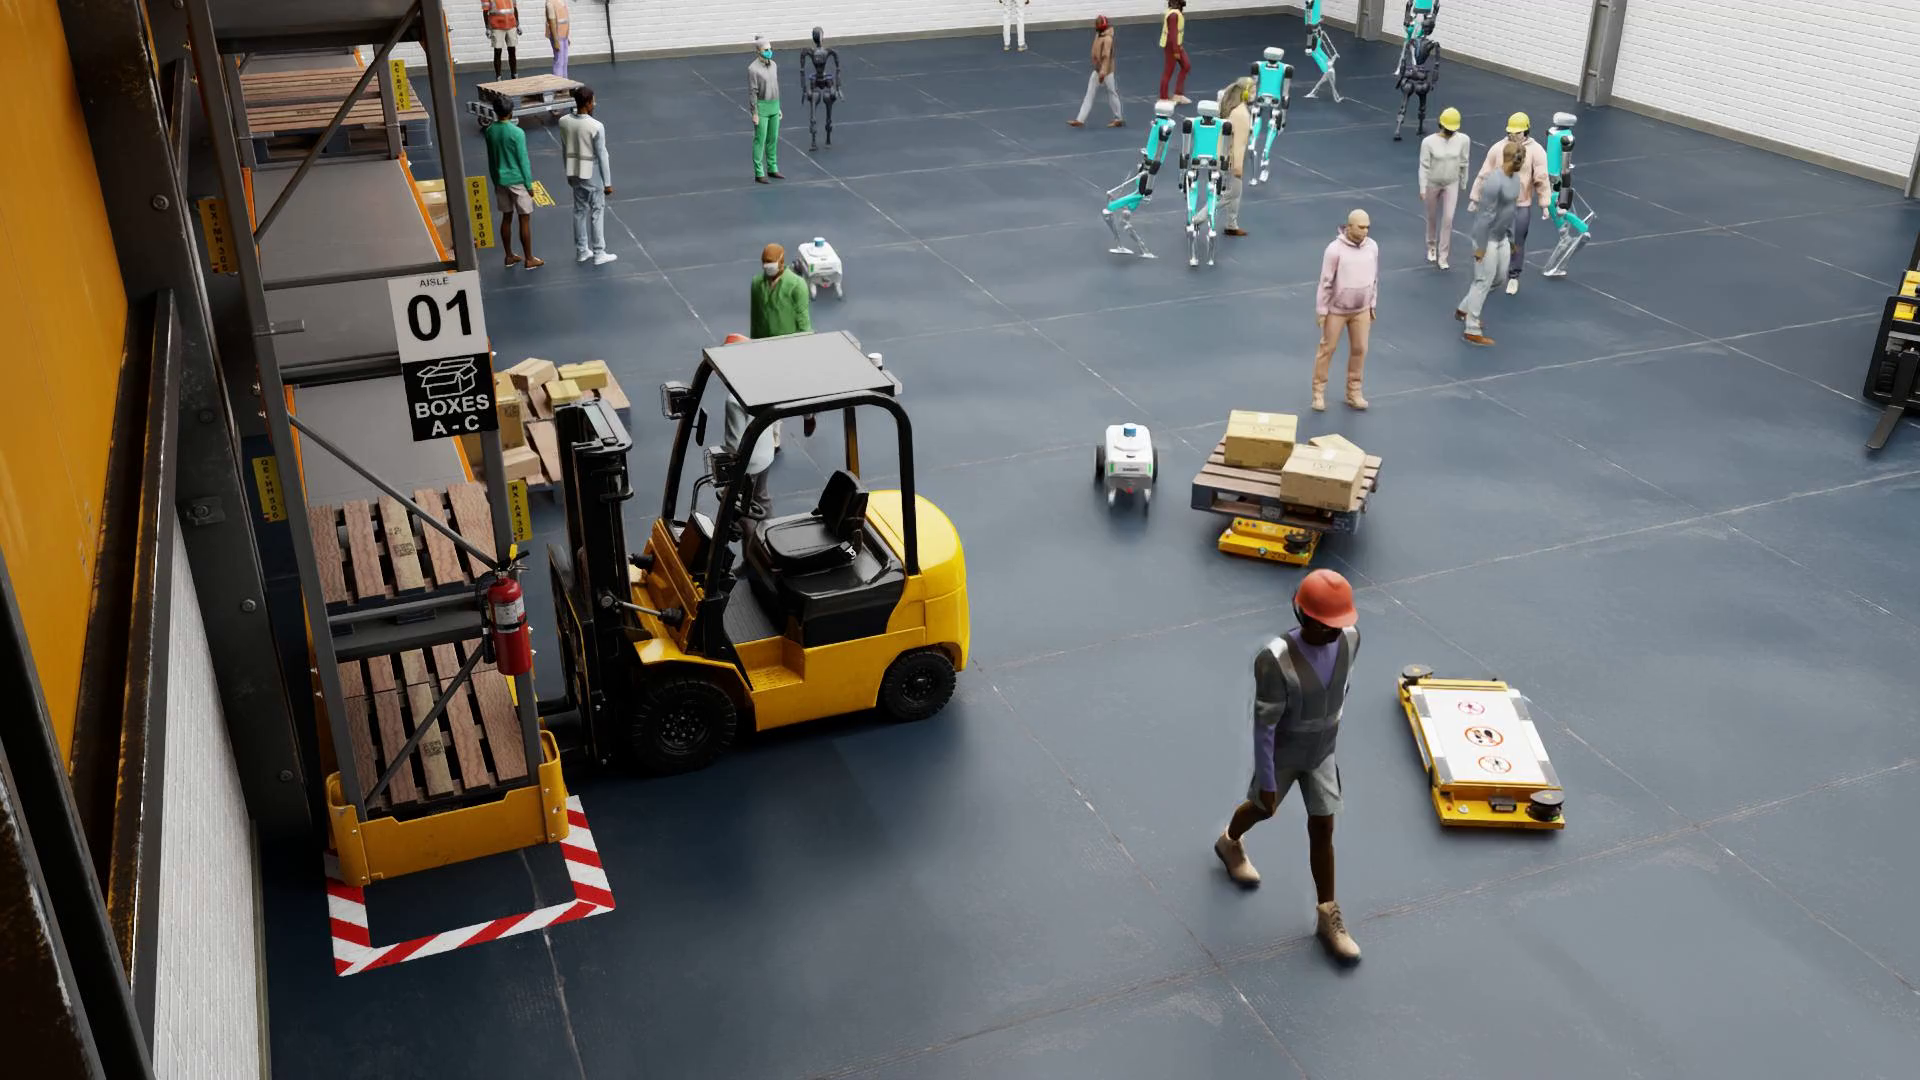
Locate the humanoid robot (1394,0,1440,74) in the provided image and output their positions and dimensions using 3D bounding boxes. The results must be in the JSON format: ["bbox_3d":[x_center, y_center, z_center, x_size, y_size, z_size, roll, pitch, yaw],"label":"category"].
[{"bbox_3d":[7.488,-8.471,27.213,0.585,1.786,0.819,3,27,5],"label":"humanoid robot"}]

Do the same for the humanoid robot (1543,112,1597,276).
[{"bbox_3d":[6.430,-3.549,17.503,0.679,1.875,0.546,-1,27,-3],"label":"humanoid robot"}]

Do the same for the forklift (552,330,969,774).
[{"bbox_3d":[-1.094,0.010,9.831,2.313,2.155,1.214,-10,28,-20],"label":"forklift"}]

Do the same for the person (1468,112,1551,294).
[{"bbox_3d":[5.686,-3.491,17.170,0.824,1.853,0.434,14,30,26],"label":"person"}]

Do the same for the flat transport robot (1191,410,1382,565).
[{"bbox_3d":[2.434,-0.236,12.457,0.659,0.231,1.431,11,29,21],"label":"flat transport robot"}]

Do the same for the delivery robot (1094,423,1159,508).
[{"bbox_3d":[1.305,-0.612,12.899,0.499,0.606,0.808,1,27,2],"label":"delivery robot"}]

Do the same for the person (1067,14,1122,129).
[{"bbox_3d":[1.993,-6.680,23.776,0.881,1.596,0.484,-11,29,-20],"label":"person"}]

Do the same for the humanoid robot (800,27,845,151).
[{"bbox_3d":[-1.870,-6.115,22.597,0.599,1.642,0.652,1,27,2],"label":"humanoid robot"}]

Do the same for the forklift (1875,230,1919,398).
[{"bbox_3d":[9.029,-2.397,14.618,1.214,2.155,2.313,18,32,32],"label":"forklift"}]

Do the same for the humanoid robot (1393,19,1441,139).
[{"bbox_3d":[6.389,-6.453,23.329,0.612,1.630,0.806,18,32,32],"label":"humanoid robot"}]

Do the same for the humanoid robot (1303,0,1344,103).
[{"bbox_3d":[5.652,-7.566,25.497,0.835,1.854,0.559,12,29,22],"label":"humanoid robot"}]

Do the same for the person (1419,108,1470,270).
[{"bbox_3d":[5.195,-3.786,17.892,0.539,1.710,0.777,4,27,8],"label":"person"}]

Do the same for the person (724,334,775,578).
[{"bbox_3d":[-1.475,-0.588,11.521,0.351,1.737,0.572,9,28,17],"label":"person"}]

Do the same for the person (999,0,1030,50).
[{"bbox_3d":[0.948,-9.592,29.272,0.573,1.882,0.360,7,28,14],"label":"person"}]

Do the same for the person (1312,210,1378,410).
[{"bbox_3d":[3.302,-1.960,14.222,0.556,1.773,0.482,-6,27,-13],"label":"person"}]

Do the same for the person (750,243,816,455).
[{"bbox_3d":[-1.429,-1.537,13.377,0.562,1.764,0.577,9,28,18],"label":"person"}]

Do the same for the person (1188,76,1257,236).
[{"bbox_3d":[2.983,-4.322,18.839,0.703,1.842,0.570,0,27,1],"label":"person"}]

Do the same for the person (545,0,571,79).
[{"bbox_3d":[-6.157,-7.693,25.544,0.388,1.837,0.564,3,27,5],"label":"person"}]

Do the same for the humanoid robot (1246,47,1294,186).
[{"bbox_3d":[3.781,-5.167,20.683,0.551,1.766,1.034,8,28,16],"label":"humanoid robot"}]

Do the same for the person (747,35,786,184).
[{"bbox_3d":[-2.466,-5.486,21.147,0.327,1.842,0.527,18,32,31],"label":"person"}]

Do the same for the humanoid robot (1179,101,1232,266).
[{"bbox_3d":[2.599,-3.742,17.783,0.532,1.796,0.670,3,27,6],"label":"humanoid robot"}]

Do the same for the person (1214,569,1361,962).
[{"bbox_3d":[1.631,0.996,8.096,0.616,2.000,1.025,-12,29,-22],"label":"person"}]

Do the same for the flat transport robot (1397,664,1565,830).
[{"bbox_3d":[2.993,1.182,9.635,0.659,0.231,1.431,2,27,3],"label":"flat transport robot"}]

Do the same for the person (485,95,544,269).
[{"bbox_3d":[-4.826,-3.827,17.853,0.500,1.843,0.395,11,29,20],"label":"person"}]

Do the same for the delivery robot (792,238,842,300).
[{"bbox_3d":[-1.463,-2.854,17.347,0.499,0.596,0.787,-7,27,-13],"label":"delivery robot"}]

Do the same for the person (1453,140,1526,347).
[{"bbox_3d":[5.053,-2.853,15.863,0.514,1.898,0.683,21,34,36],"label":"person"}]

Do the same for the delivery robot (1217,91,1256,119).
[{"bbox_3d":[4.027,-6.315,24.252,0.499,0.614,0.802,-5,27,-10],"label":"delivery robot"}]

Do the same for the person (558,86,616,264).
[{"bbox_3d":[-4.029,-3.930,17.988,0.596,1.908,0.409,13,30,24],"label":"person"}]

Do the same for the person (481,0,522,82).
[{"bbox_3d":[-7.220,-8.130,26.271,0.611,1.963,0.361,-20,33,-34],"label":"person"}]

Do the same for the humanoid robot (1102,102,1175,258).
[{"bbox_3d":[1.855,-3.853,18.045,0.878,1.764,0.557,0,27,0],"label":"humanoid robot"}]

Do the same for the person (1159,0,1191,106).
[{"bbox_3d":[3.311,-7.420,25.089,0.599,1.751,0.499,8,28,16],"label":"person"}]
